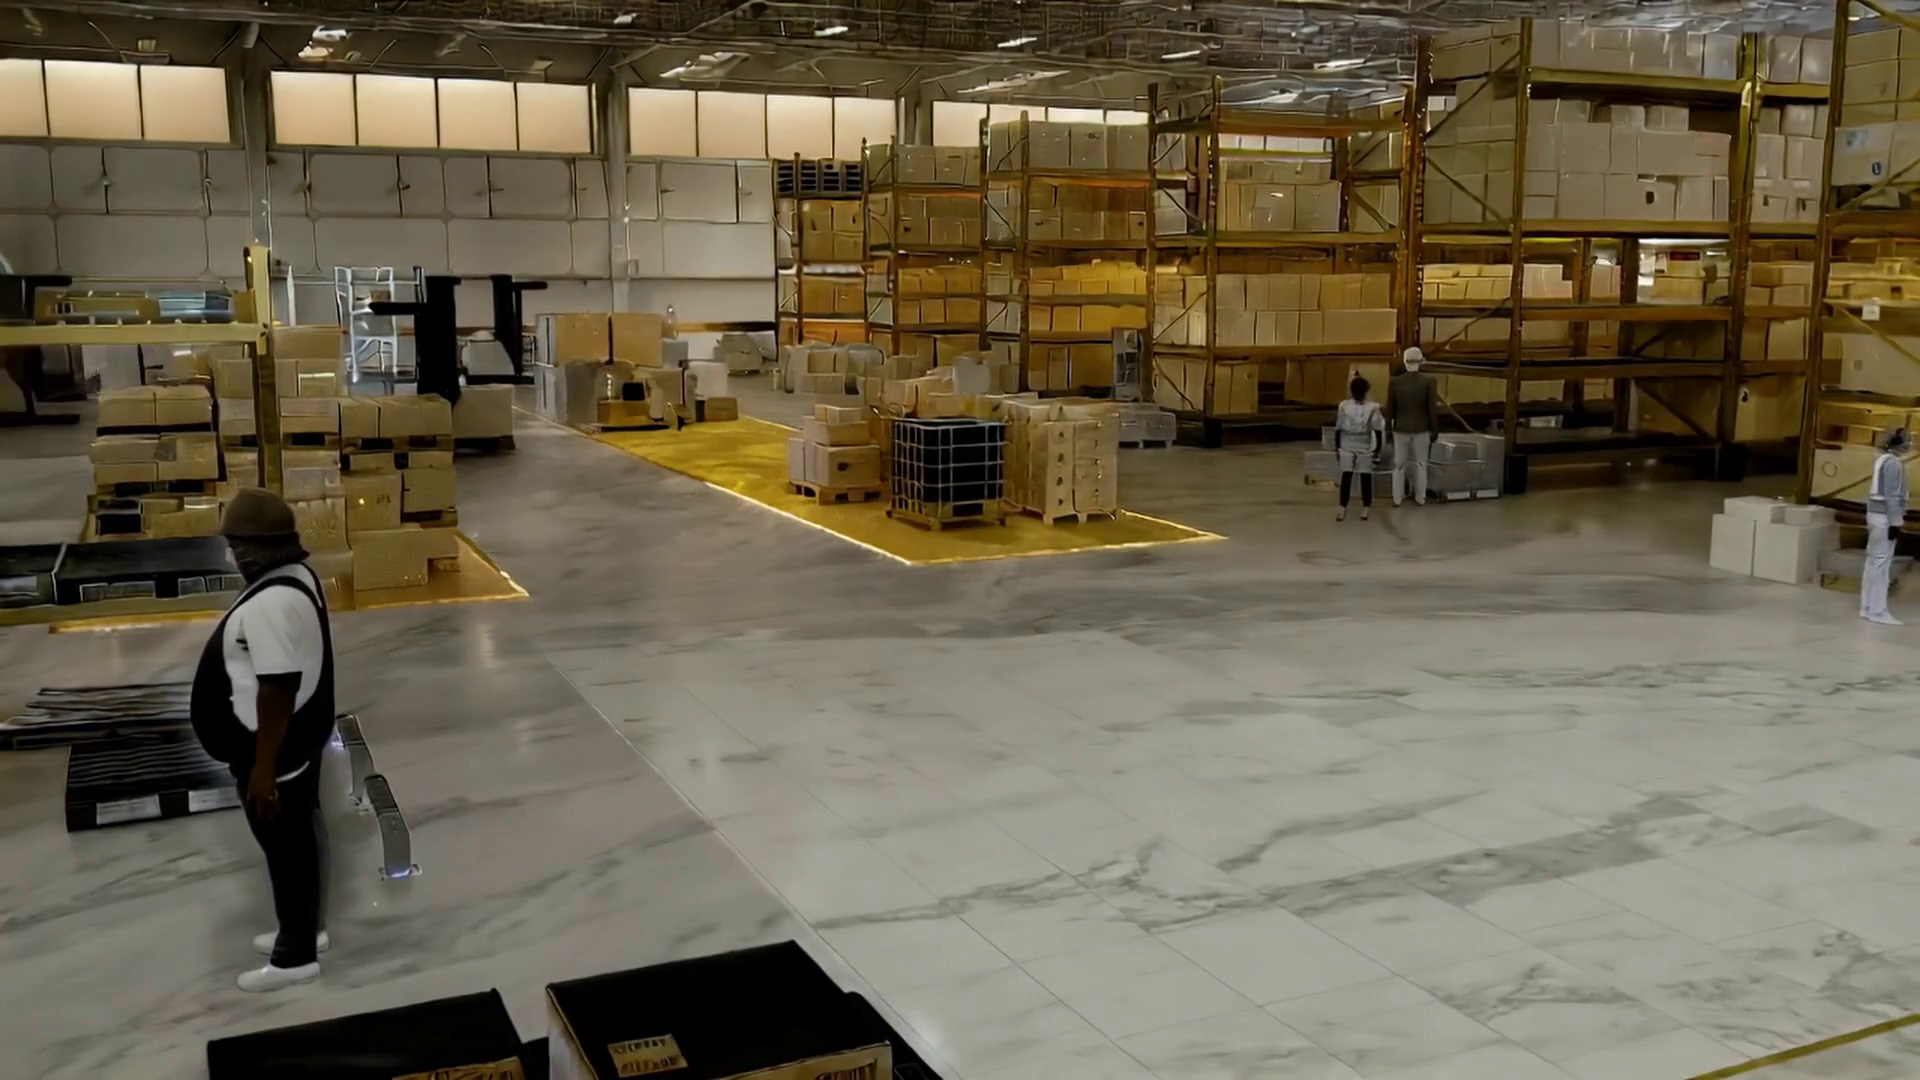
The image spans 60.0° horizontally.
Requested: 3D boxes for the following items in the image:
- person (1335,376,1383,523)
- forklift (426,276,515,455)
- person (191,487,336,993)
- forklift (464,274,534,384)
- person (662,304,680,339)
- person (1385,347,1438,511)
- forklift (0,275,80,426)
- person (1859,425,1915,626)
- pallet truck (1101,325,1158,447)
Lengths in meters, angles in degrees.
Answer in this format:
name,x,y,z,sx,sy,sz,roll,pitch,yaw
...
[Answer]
name,x,y,z,sx,sy,sz,roll,pitch,yaw
person,4.598,-1.045,19.226,0.540,1.696,0.317,4,10,23
forklift,-8.069,-2.737,26.069,1.873,2.768,1.129,-4,10,-25
person,-2.821,0.795,6.751,0.537,2.000,0.679,-2,9,-12
forklift,-11.614,-5.349,42.274,1.873,2.768,1.129,-4,10,-25
person,-8.631,-6.076,49.700,0.553,1.935,0.364,-1,9,-6
person,5.455,-1.338,20.129,0.622,1.992,0.393,1,9,8
forklift,-17.556,-3.518,30.915,1.873,2.768,1.129,-4,10,-25
person,7.641,-0.126,13.716,0.314,1.636,0.515,3,10,19
pallet truck,2.881,-2.596,27.923,0.823,1.965,1.885,-1,9,-7
